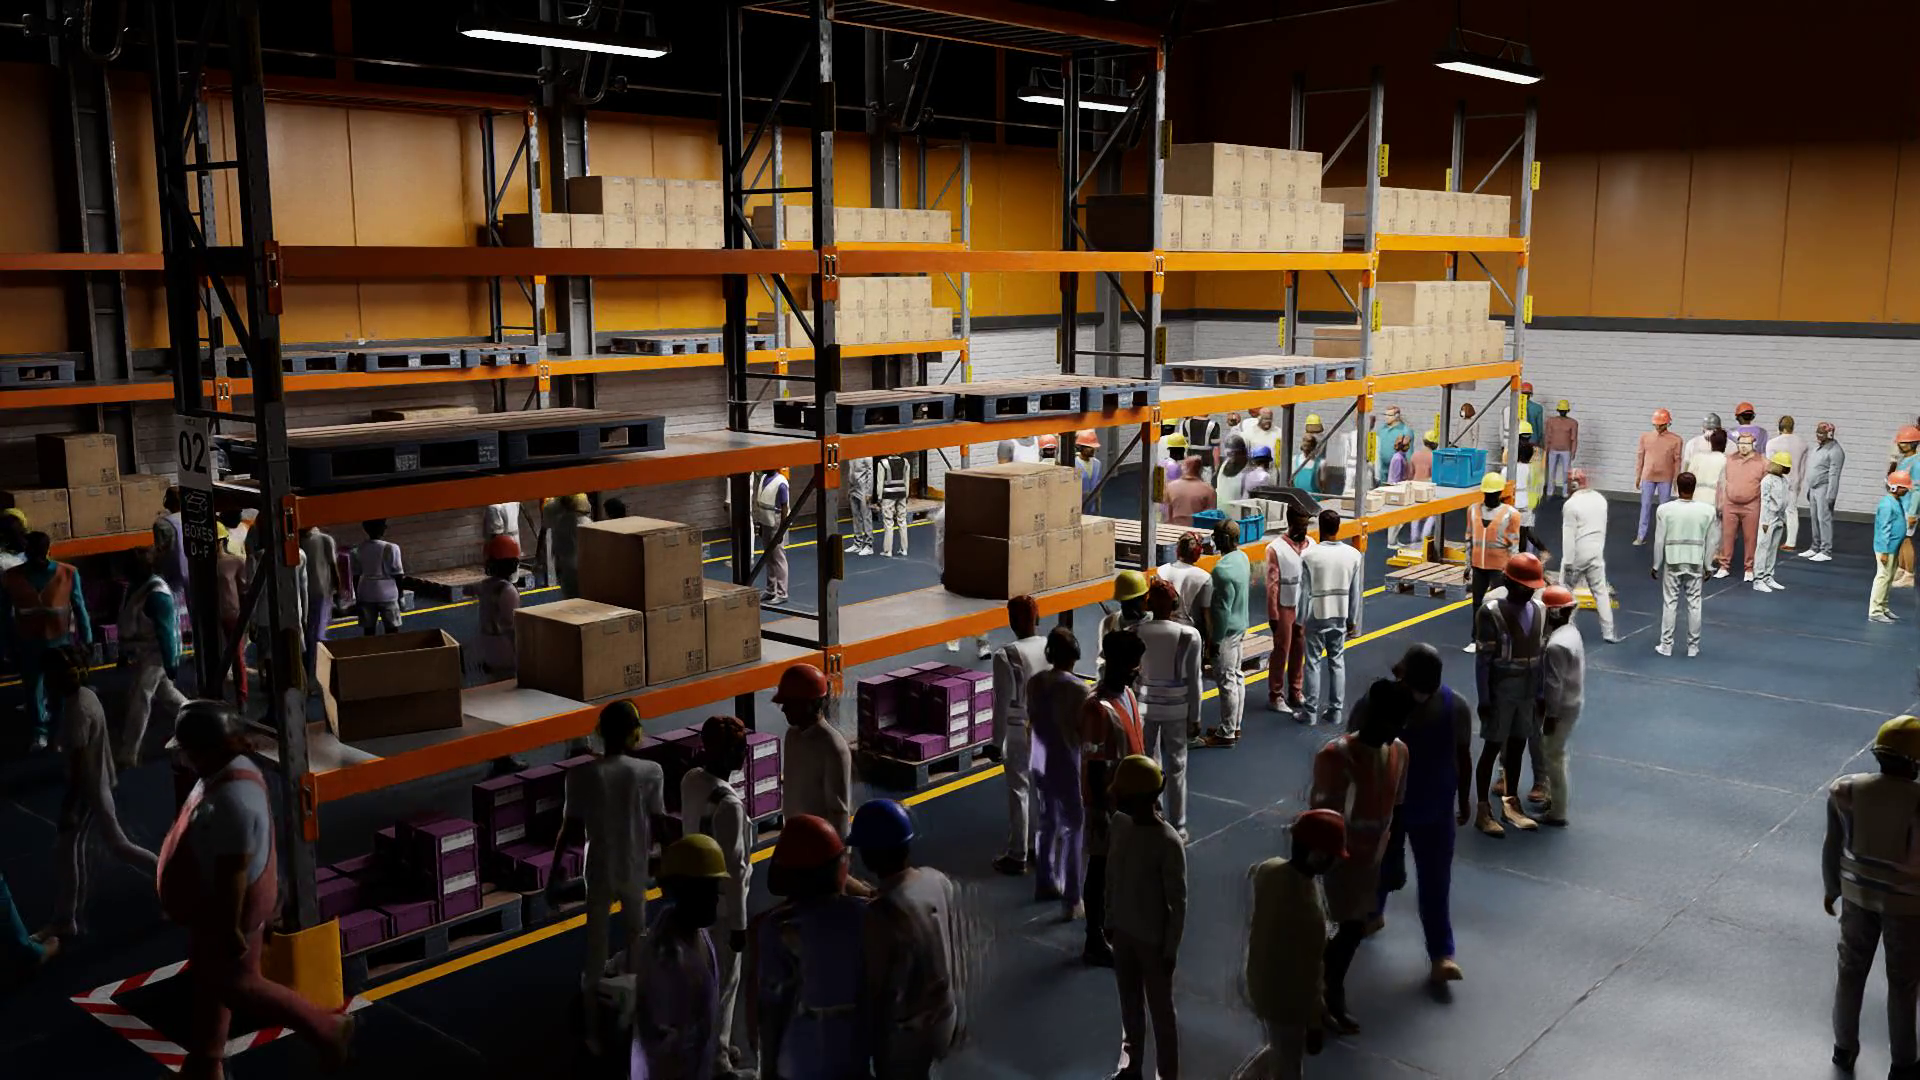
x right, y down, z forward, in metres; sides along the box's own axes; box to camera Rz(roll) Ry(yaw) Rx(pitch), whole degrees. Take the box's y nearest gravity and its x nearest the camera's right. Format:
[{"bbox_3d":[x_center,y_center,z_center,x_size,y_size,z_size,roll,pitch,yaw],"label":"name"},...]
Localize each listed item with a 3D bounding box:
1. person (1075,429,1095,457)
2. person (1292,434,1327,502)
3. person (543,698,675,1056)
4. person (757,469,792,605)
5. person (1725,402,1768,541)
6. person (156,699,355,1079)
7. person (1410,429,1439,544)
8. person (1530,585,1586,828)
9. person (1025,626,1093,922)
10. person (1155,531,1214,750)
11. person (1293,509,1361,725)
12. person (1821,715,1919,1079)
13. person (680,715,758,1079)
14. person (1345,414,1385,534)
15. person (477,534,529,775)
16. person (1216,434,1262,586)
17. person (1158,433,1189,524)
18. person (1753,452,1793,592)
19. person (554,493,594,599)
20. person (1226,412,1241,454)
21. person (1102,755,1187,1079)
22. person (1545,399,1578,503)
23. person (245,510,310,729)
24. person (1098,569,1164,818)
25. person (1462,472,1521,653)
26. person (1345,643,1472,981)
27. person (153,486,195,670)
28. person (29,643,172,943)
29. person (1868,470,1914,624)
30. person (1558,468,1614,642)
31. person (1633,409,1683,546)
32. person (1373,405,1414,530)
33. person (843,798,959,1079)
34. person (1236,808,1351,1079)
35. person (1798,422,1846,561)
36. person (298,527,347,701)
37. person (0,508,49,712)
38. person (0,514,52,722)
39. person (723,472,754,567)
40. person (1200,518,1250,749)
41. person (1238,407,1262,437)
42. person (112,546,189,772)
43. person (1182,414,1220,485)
[{"bbox_3d":[1.926,-1.301,26.904,0.528,1.761,0.340,0,10,0],"label":"person"},{"bbox_3d":[4.618,-0.517,22.062,0.519,1.819,0.825,6,11,33],"label":"person"},{"bbox_3d":[-1.805,1.740,8.517,0.662,1.845,0.434,-3,10,-15],"label":"person"},{"bbox_3d":[-2.214,-0.149,19.781,0.390,1.838,0.563,-6,11,-33],"label":"person"},{"bbox_3d":[11.428,-0.996,24.302,0.604,2.025,0.442,1,10,7],"label":"person"},{"bbox_3d":[-3.490,1.708,8.089,0.861,2.000,0.699,-4,10,-23],"label":"person"},{"bbox_3d":[6.481,-0.675,23.194,0.498,1.747,0.442,9,13,42],"label":"person"},{"bbox_3d":[4.319,1.193,12.057,0.386,1.737,0.628,5,11,28],"label":"person"},{"bbox_3d":[0.658,1.438,10.372,0.479,1.824,0.575,-9,13,-42],"label":"person"},{"bbox_3d":[1.857,0.841,13.886,0.384,1.836,0.562,-9,13,-44],"label":"person"},{"bbox_3d":[3.224,0.683,14.613,0.599,1.909,0.401,-3,10,-17],"label":"person"},{"bbox_3d":[4.632,1.773,8.314,0.404,1.834,0.591,-8,13,-41],"label":"person"},{"bbox_3d":[-1.192,1.777,8.186,0.340,1.878,0.578,-6,11,-30],"label":"person"},{"bbox_3d":[5.994,-0.968,24.725,0.608,1.826,0.848,6,11,33],"label":"person"},{"bbox_3d":[-3.592,0.911,13.171,0.404,1.925,0.543,-7,12,-35],"label":"person"},{"bbox_3d":[3.443,-0.341,20.319,0.794,2.000,0.700,-6,11,-33],"label":"person"},{"bbox_3d":[2.686,-0.390,20.951,0.369,1.928,0.585,-1,10,-6],"label":"person"},{"bbox_3d":[10.081,-0.231,20.573,0.484,1.736,0.308,-7,12,-35],"label":"person"},{"bbox_3d":[-4.002,0.279,17.508,0.495,1.727,0.360,5,11,29],"label":"person"},{"bbox_3d":[4.468,-1.267,27.078,0.316,1.629,0.509,1,10,6],"label":"person"},{"bbox_3d":[0.853,1.873,7.927,0.328,1.765,0.532,-6,11,-32],"label":"person"},{"bbox_3d":[10.158,-1.506,28.126,0.525,1.761,0.342,5,11,29],"label":"person"},{"bbox_3d":[-5.977,0.681,14.558,0.388,1.930,0.544,8,13,41],"label":"person"},{"bbox_3d":[1.242,1.147,11.822,0.593,1.916,0.411,6,11,30],"label":"person"},{"bbox_3d":[5.475,0.247,17.169,0.397,1.922,0.609,-9,13,-42],"label":"person"},{"bbox_3d":[2.579,1.460,9.567,0.756,2.000,1.074,1,10,8],"label":"person"},{"bbox_3d":[-7.804,0.375,16.674,0.339,1.833,0.522,9,13,42],"label":"person"},{"bbox_3d":[-5.170,1.493,10.041,0.933,1.827,0.527,-7,12,-36],"label":"person"},{"bbox_3d":[10.508,0.072,18.760,0.352,1.738,0.573,8,12,39],"label":"person"},{"bbox_3d":[6.730,0.171,17.827,0.664,1.868,0.696,-5,11,-27],"label":"person"},{"bbox_3d":[9.947,-0.884,23.723,0.608,1.988,0.387,7,12,35],"label":"person"},{"bbox_3d":[6.538,-1.095,25.230,0.401,1.904,0.649,-8,12,-40],"label":"person"},{"bbox_3d":[-0.273,1.984,6.791,0.595,1.921,0.605,4,10,22],"label":"person"},{"bbox_3d":[1.444,1.998,7.322,0.499,1.713,0.607,-1,10,-9],"label":"person"},{"bbox_3d":[11.745,-0.662,22.675,0.400,1.900,0.648,1,10,4],"label":"person"},{"bbox_3d":[-6.030,0.576,15.430,0.541,1.840,0.616,1,10,5],"label":"person"},{"bbox_3d":[-8.463,0.628,14.994,0.675,1.883,0.460,6,11,33],"label":"person"},{"bbox_3d":[-8.191,0.692,14.675,0.448,1.886,0.635,1,10,8],"label":"person"},{"bbox_3d":[-2.952,-0.578,22.197,0.355,1.887,0.574,5,11,25],"label":"person"},{"bbox_3d":[2.228,0.778,13.947,0.372,1.940,0.630,4,10,22],"label":"person"},{"bbox_3d":[4.646,-1.268,26.354,0.362,1.879,0.580,-9,13,-42],"label":"person"},{"bbox_3d":[-6.535,0.926,13.492,0.944,1.808,0.622,-8,12,-40],"label":"person"},{"bbox_3d":[3.692,-1.187,25.422,0.611,2.030,0.410,5,11,29],"label":"person"}]
